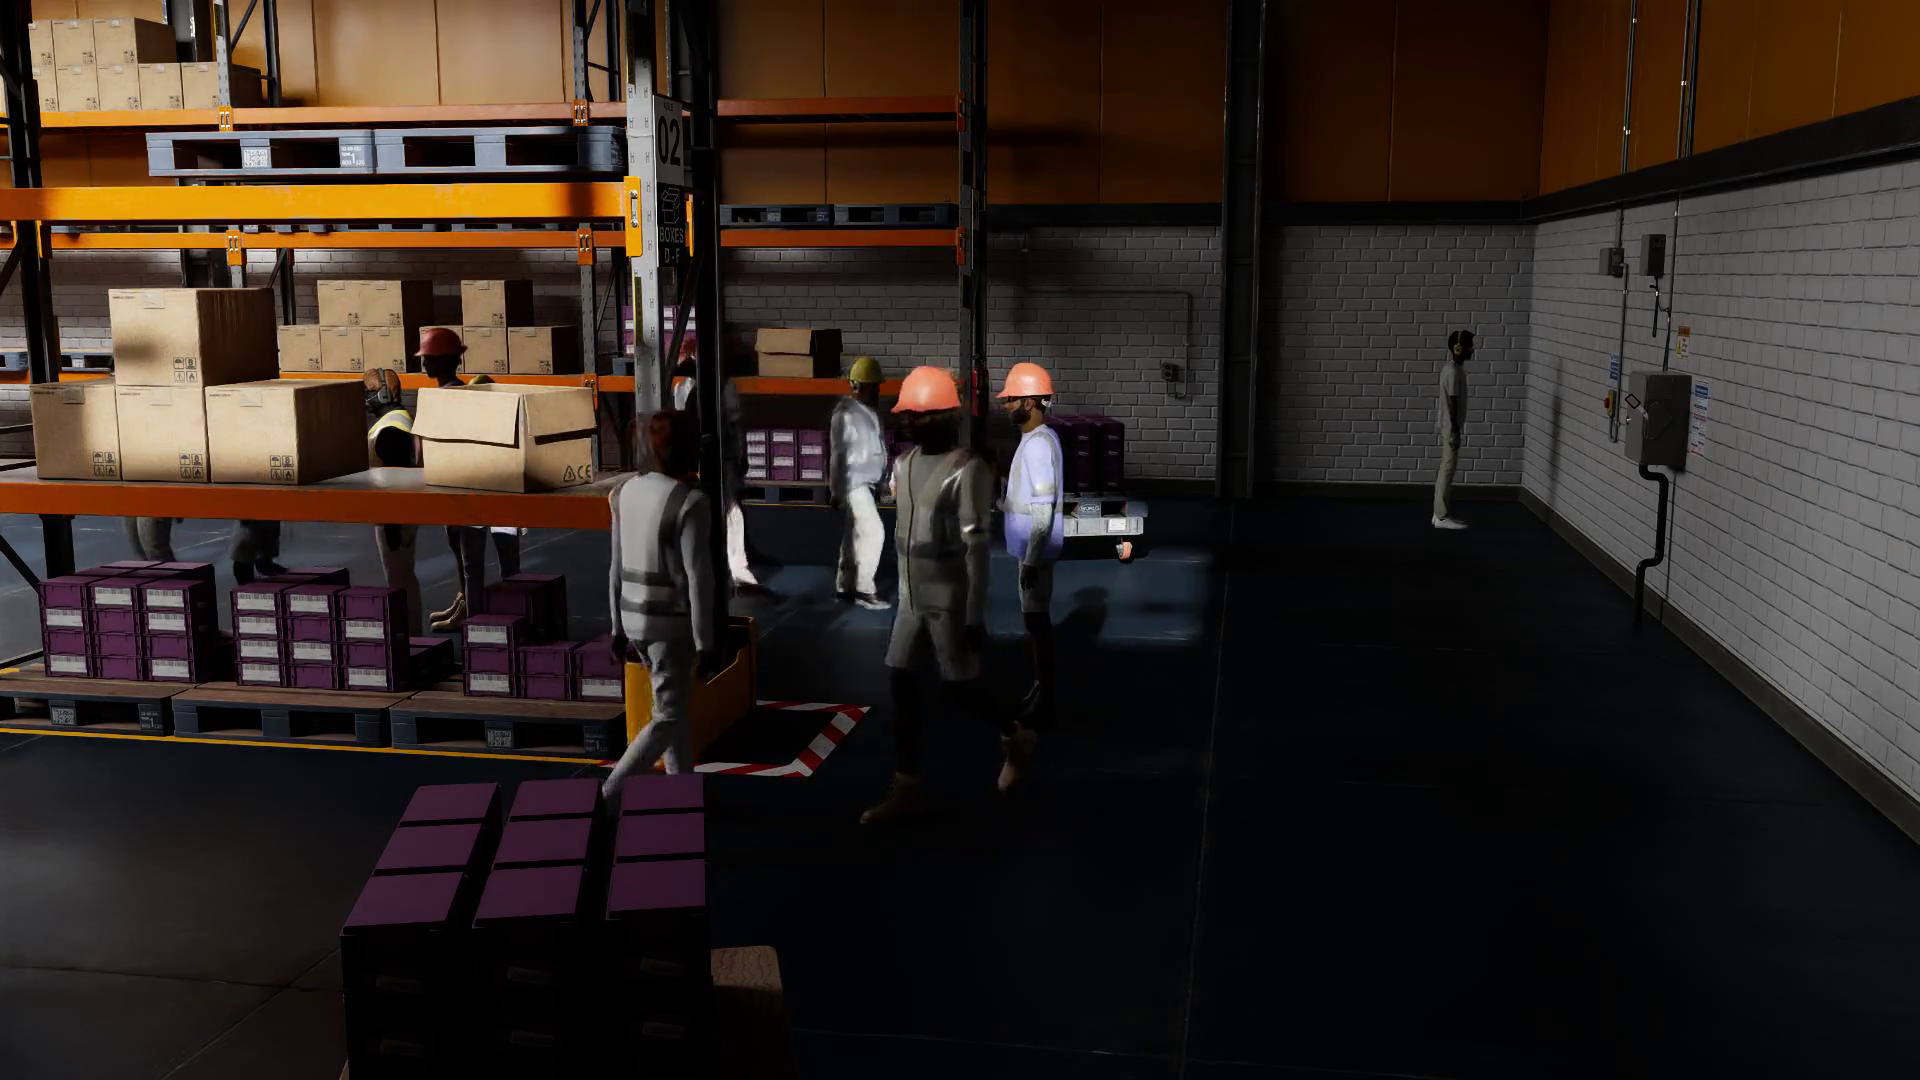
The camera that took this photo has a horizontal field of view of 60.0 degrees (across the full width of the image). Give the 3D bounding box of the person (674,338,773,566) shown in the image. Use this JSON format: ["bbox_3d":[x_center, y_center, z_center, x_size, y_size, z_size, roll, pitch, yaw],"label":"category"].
[{"bbox_3d":[-1.931,-0.695,13.520,0.788,1.883,0.367,1,9,4],"label":"person"}]

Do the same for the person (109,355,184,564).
[{"bbox_3d":[-5.407,-0.328,11.149,0.842,1.910,0.564,7,12,37],"label":"person"}]

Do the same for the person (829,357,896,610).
[{"bbox_3d":[-0.651,-0.404,11.929,0.623,1.801,0.586,3,10,17],"label":"person"}]

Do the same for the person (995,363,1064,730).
[{"bbox_3d":[0.363,0.037,8.774,0.364,1.935,0.553,1,9,4],"label":"person"}]

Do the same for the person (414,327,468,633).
[{"bbox_3d":[-3.426,-0.401,11.160,0.371,2.046,0.606,-3,10,-17],"label":"person"}]

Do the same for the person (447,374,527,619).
[{"bbox_3d":[-2.995,-0.160,10.528,0.527,1.768,0.331,-3,10,-17],"label":"person"}]

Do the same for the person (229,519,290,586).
[{"bbox_3d":[-4.417,-0.143,10.671,0.582,1.682,0.550,0,9,-1],"label":"person"}]

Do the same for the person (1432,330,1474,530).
[{"bbox_3d":[4.655,-1.040,15.664,0.319,1.870,0.521,2,9,13],"label":"person"}]

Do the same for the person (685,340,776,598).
[{"bbox_3d":[-1.912,-0.513,12.170,0.999,1.953,0.633,0,9,1],"label":"person"}]

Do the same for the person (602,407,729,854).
[{"bbox_3d":[-1.300,0.373,6.962,0.588,1.856,0.881,7,12,37],"label":"person"}]

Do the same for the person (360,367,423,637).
[{"bbox_3d":[-3.492,-0.138,10.203,0.430,1.835,0.618,-3,10,-18],"label":"person"}]

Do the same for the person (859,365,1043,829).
[{"bbox_3d":[-0.040,0.234,7.328,0.871,2.017,0.619,-8,12,-40],"label":"person"}]
